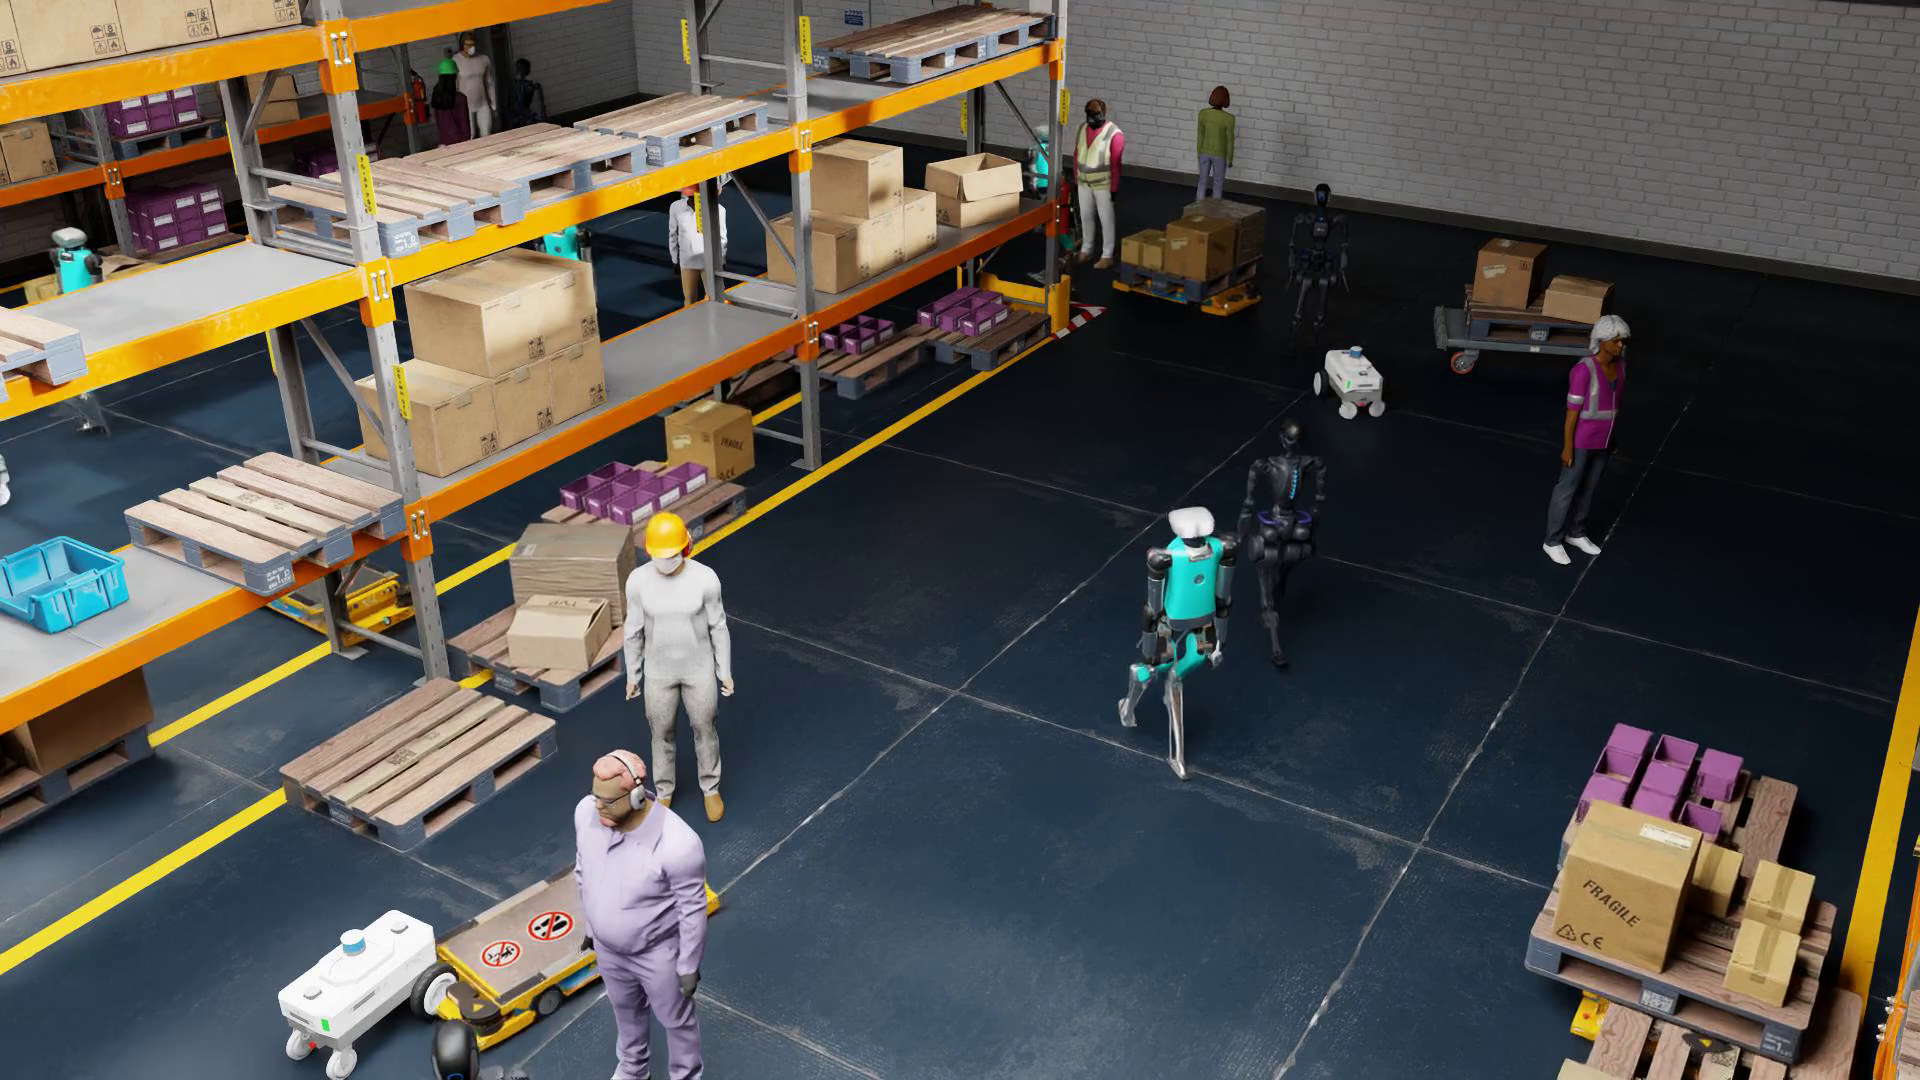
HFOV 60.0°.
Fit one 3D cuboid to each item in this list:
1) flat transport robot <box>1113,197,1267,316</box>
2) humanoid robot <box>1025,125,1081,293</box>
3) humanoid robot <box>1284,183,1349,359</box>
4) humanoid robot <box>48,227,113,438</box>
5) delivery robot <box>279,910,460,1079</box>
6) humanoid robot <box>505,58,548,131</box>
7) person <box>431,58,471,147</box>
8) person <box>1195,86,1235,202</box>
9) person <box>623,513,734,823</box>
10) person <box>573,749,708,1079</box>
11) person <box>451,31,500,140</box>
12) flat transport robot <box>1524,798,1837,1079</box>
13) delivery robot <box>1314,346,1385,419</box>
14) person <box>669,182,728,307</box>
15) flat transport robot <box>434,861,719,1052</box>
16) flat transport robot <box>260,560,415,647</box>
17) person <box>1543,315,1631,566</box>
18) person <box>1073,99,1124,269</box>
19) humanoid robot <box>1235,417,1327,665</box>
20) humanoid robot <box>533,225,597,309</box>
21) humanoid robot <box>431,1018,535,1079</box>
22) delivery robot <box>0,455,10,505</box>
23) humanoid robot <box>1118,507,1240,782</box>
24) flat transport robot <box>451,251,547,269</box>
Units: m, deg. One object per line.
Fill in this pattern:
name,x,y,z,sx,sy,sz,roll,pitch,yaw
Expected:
flat transport robot,2.371,-2.647,17.414,1.431,0.231,0.659,22,34,36
humanoid robot,1.039,-3.371,17.226,0.947,1.758,0.542,20,33,34
humanoid robot,3.350,-2.498,15.560,0.599,1.656,0.401,3,27,6
humanoid robot,-7.414,-1.603,13.855,0.543,1.894,0.728,12,29,23
delivery robot,-2.785,2.081,7.782,0.499,0.595,0.792,15,30,26
humanoid robot,-5.468,-5.256,21.018,0.591,1.638,0.660,6,28,12
person,-5.922,-4.743,19.731,0.506,1.908,0.877,9,28,16
person,3.006,-4.530,19.625,0.491,1.624,0.282,18,32,32
person,-1.524,0.704,9.017,0.584,1.893,0.377,-2,27,-4
person,-1.361,1.705,7.030,0.641,1.909,0.403,15,30,26
person,-6.200,-5.517,21.265,0.638,1.923,0.410,-21,34,-35
flat transport robot,3.512,2.054,8.150,0.659,0.231,1.431,16,31,28
delivery robot,3.462,-1.420,14.682,0.502,0.596,0.767,-2,27,-4
person,-2.484,-2.657,15.801,0.560,1.742,0.334,2,27,5
flat transport robot,-1.970,1.970,8.315,0.659,0.231,1.431,23,35,38
flat transport robot,-4.428,0.335,11.537,1.431,0.231,0.659,18,32,31
person,4.508,-0.724,11.876,0.528,1.843,0.324,-15,30,-26
person,1.476,-3.882,18.128,0.629,1.834,0.433,22,34,36
humanoid robot,2.062,-0.012,10.738,0.603,1.647,0.783,-4,27,-8
humanoid robot,-3.416,-2.144,14.917,0.545,1.892,0.780,4,27,8
humanoid robot,-1.752,2.340,6.034,0.616,1.640,0.408,-11,29,-20
delivery robot,-7.765,-0.521,12.900,0.741,0.587,0.525,12,29,22
humanoid robot,1.174,0.520,9.615,0.550,1.822,0.898,-9,28,-16
flat transport robot,-4.758,-2.841,17.797,1.431,0.231,0.659,-19,33,-33
